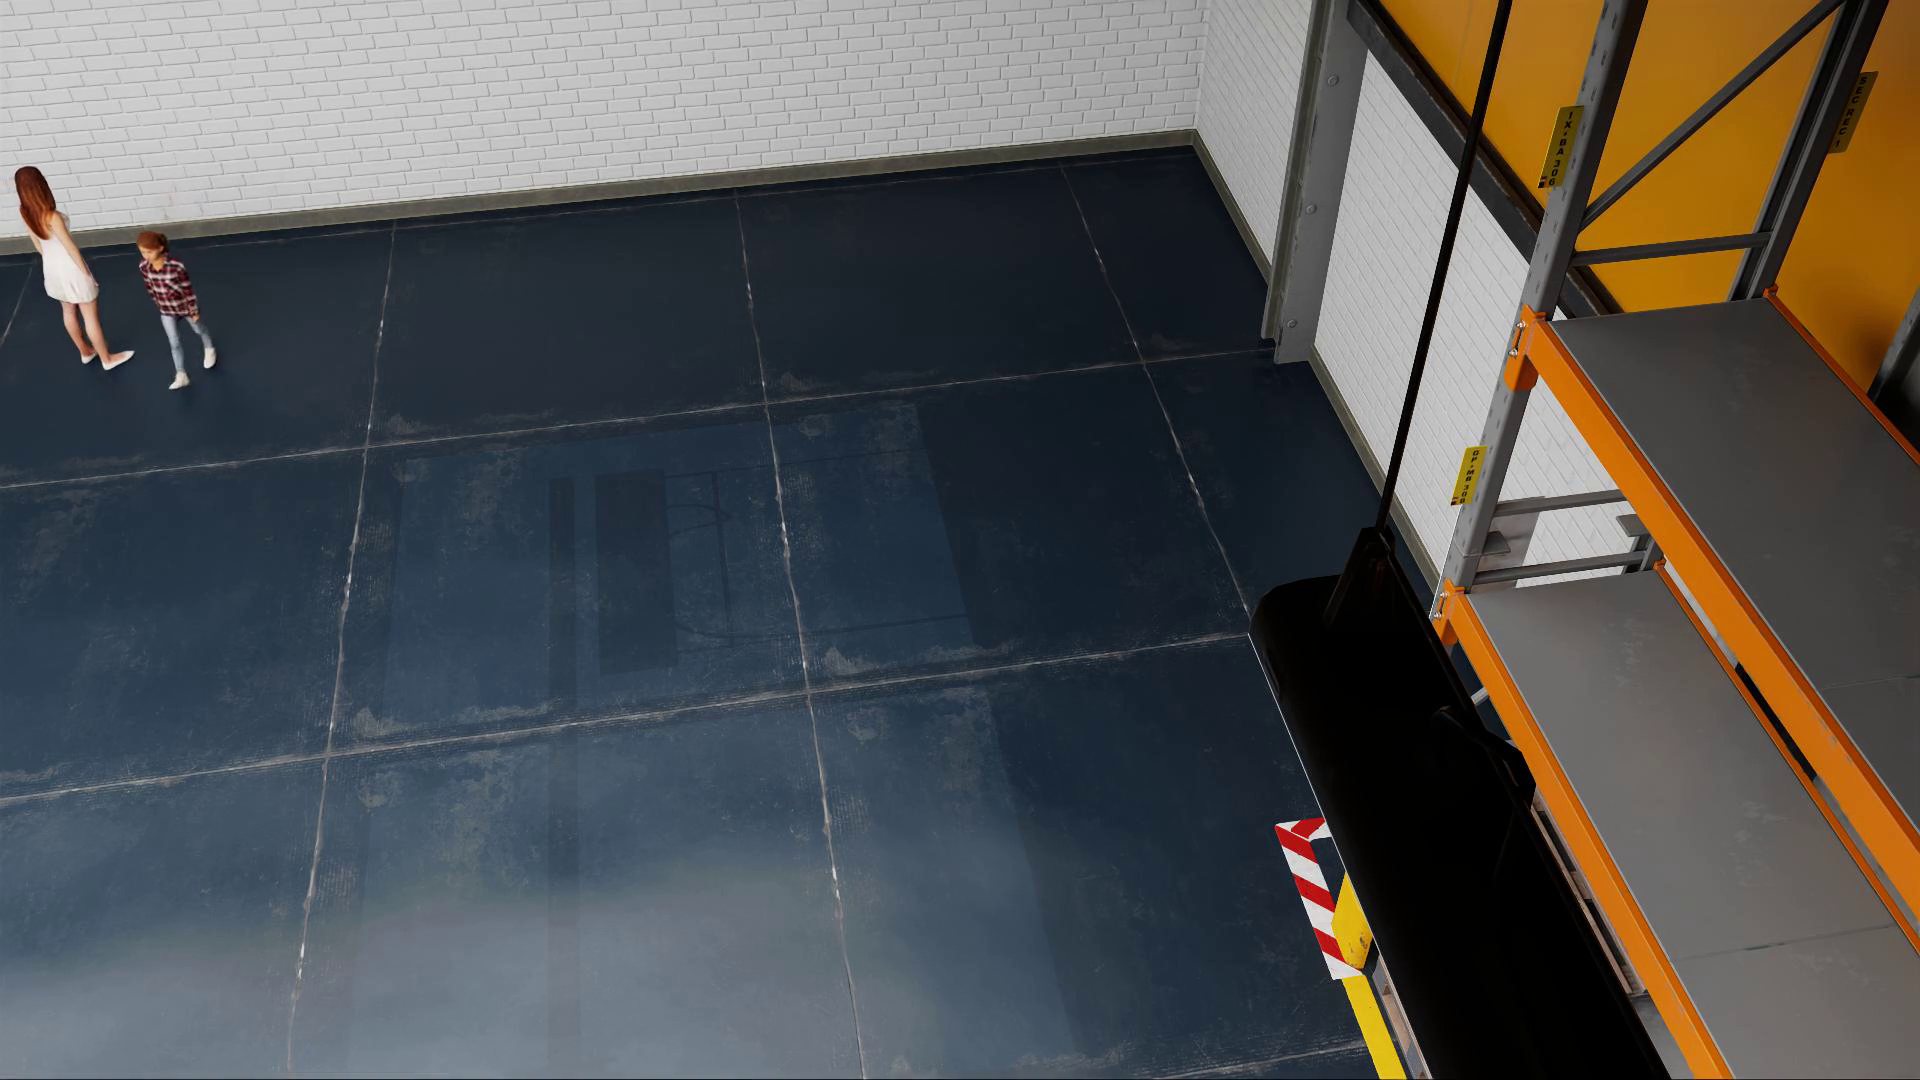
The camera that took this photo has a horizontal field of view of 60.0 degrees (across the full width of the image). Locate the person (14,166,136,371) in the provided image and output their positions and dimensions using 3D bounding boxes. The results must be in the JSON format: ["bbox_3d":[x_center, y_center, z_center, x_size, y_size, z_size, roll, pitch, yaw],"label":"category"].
[{"bbox_3d":[-6.818,-2.067,12.667,0.646,1.709,0.687,19,47,19],"label":"person"}]

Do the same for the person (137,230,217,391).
[{"bbox_3d":[-5.965,-1.840,12.742,0.617,1.277,0.874,-2,44,-2],"label":"person"}]
